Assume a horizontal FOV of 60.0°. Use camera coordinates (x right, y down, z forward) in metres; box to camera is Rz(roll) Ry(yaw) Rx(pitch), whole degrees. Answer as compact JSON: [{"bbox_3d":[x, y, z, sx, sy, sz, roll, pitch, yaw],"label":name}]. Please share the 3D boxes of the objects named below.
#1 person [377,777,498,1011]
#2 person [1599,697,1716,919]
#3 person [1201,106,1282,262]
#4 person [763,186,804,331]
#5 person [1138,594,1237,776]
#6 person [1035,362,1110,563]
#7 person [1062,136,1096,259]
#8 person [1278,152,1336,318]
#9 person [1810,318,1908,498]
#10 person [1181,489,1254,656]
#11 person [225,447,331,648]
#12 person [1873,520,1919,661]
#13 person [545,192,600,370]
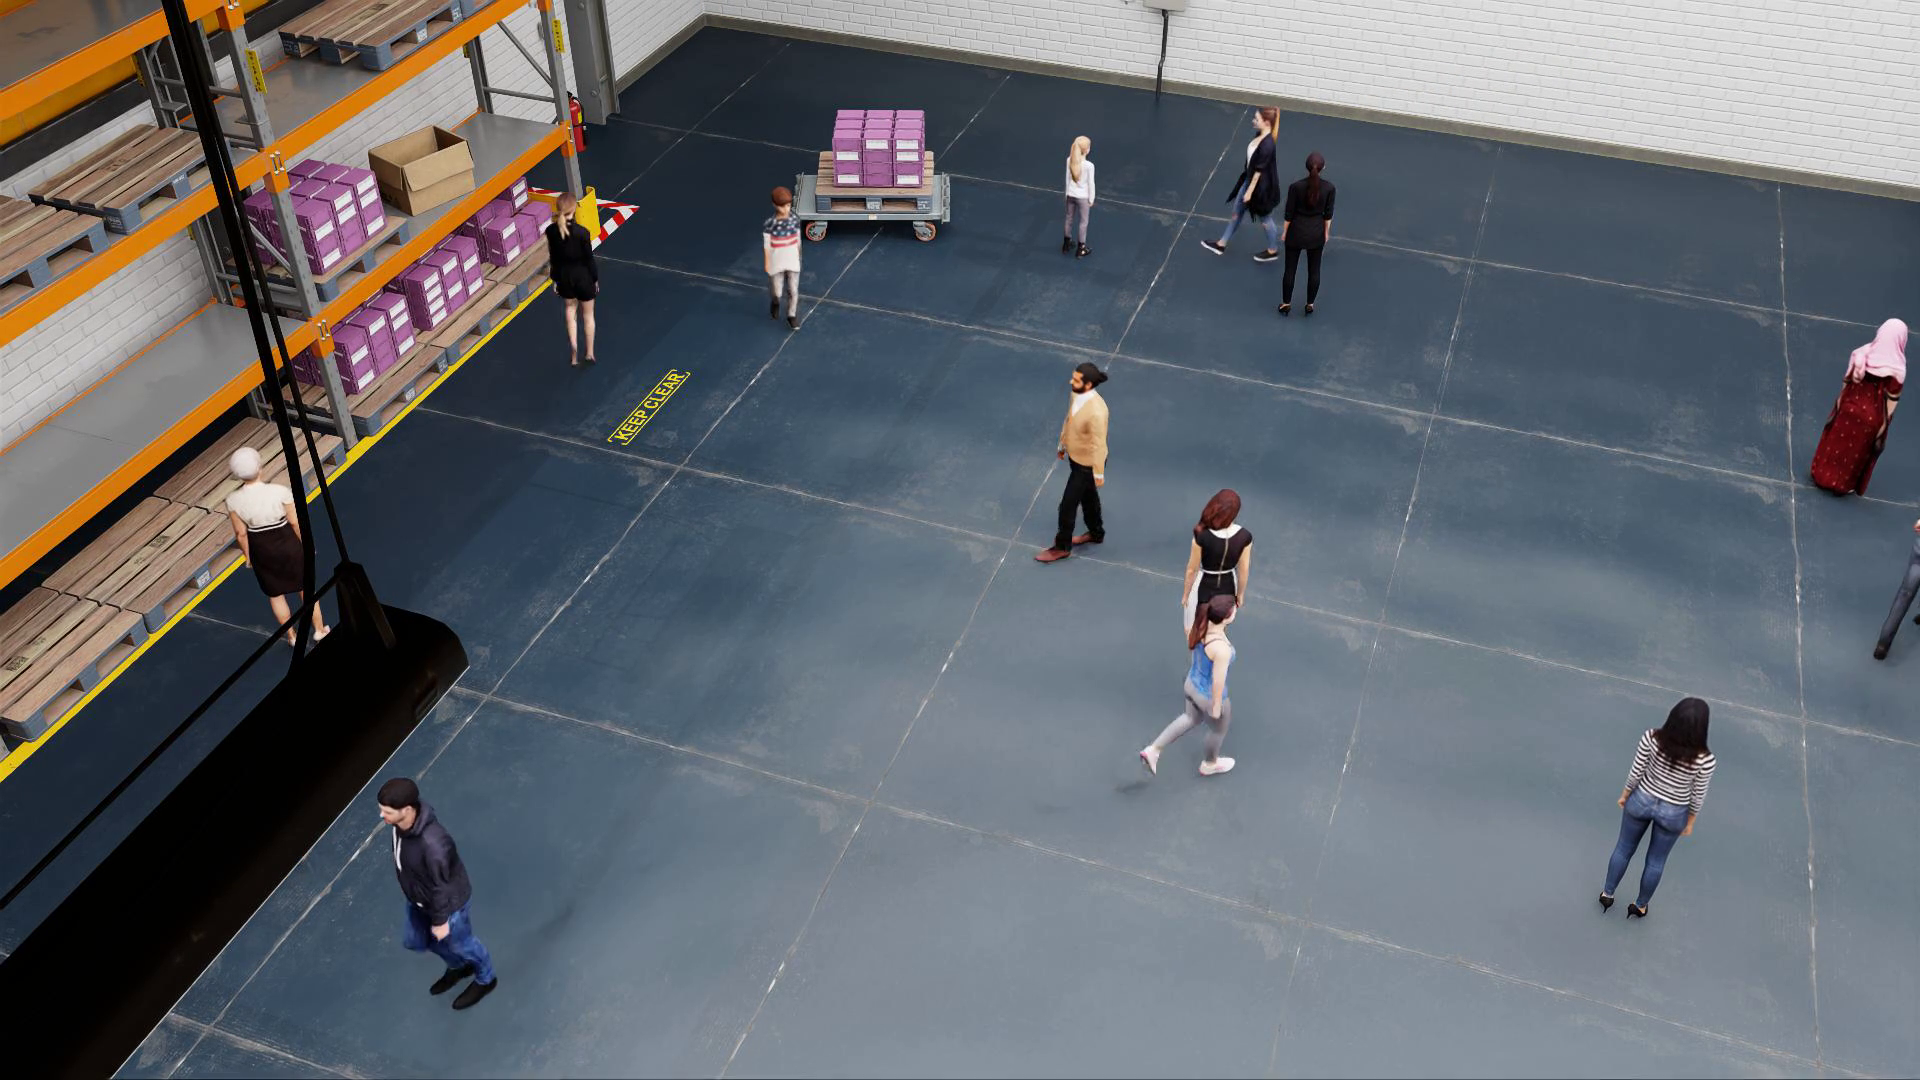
[{"bbox_3d":[-2.891,1.970,9.496,0.789,1.875,0.790,31,48,33],"label":"person"},{"bbox_3d":[4.179,1.629,9.987,0.631,1.796,0.563,23,44,26],"label":"person"},{"bbox_3d":[3.051,-3.500,16.527,0.915,1.650,1.035,-1,39,-1],"label":"person"},{"bbox_3d":[-1.685,-2.681,15.675,0.696,1.433,0.759,-14,41,-17],"label":"person"},{"bbox_3d":[1.554,1.004,10.935,0.976,1.590,0.946,-13,40,-15],"label":"person"},{"bbox_3d":[1.041,-0.621,12.853,0.989,1.736,0.960,-9,40,-11],"label":"person"},{"bbox_3d":[1.187,-3.477,16.796,0.525,1.277,0.550,23,44,26],"label":"person"},{"bbox_3d":[3.266,-2.878,15.740,0.660,1.660,0.634,2,39,3],"label":"person"},{"bbox_3d":[7.334,-1.064,13.488,0.801,1.635,0.769,-23,44,-26],"label":"person"},{"bbox_3d":[1.752,0.454,11.469,0.795,1.782,0.919,-4,39,-4],"label":"person"},{"bbox_3d":[-4.904,0.094,11.944,0.705,1.753,0.722,-10,40,-12],"label":"person"},{"bbox_3d":[6.950,0.157,11.885,1.176,1.728,0.997,-31,48,-33],"label":"person"},{"bbox_3d":[-3.461,-2.250,14.883,0.690,1.747,0.776,2,39,3],"label":"person"}]
